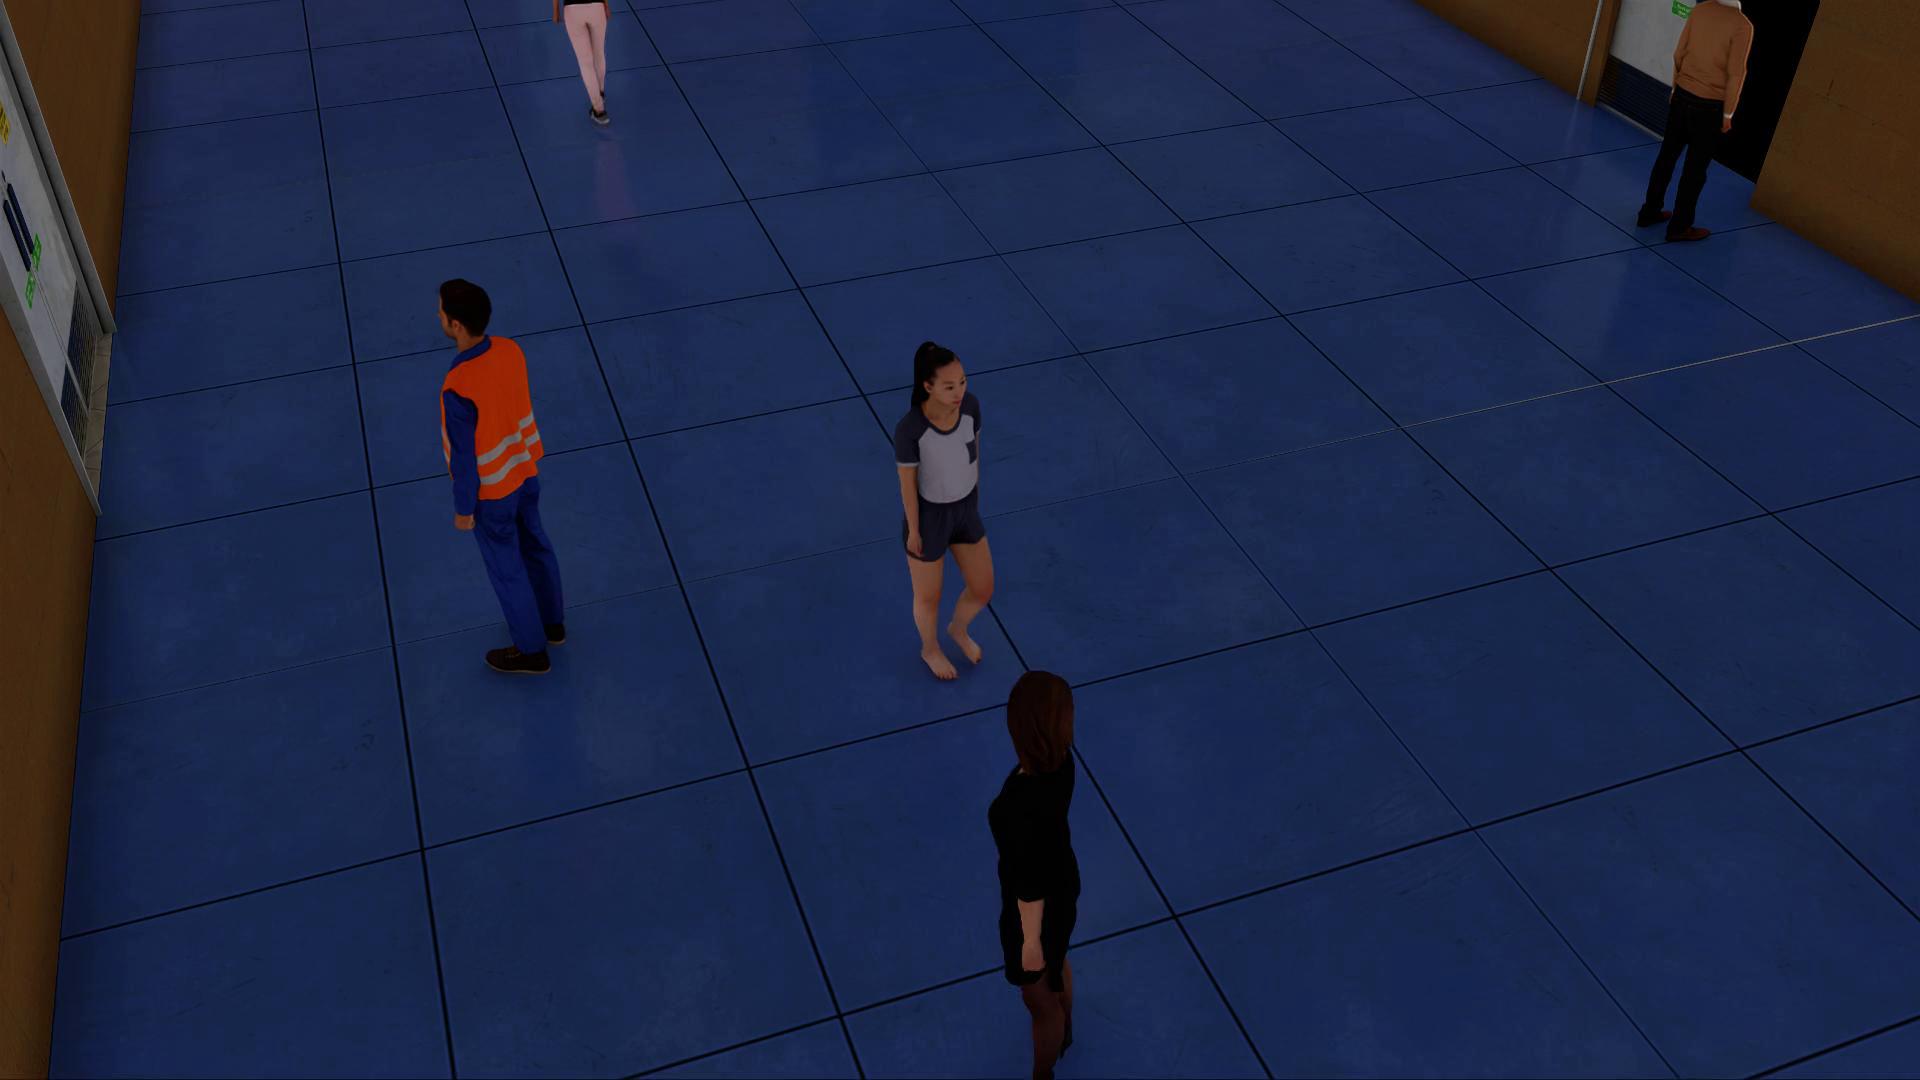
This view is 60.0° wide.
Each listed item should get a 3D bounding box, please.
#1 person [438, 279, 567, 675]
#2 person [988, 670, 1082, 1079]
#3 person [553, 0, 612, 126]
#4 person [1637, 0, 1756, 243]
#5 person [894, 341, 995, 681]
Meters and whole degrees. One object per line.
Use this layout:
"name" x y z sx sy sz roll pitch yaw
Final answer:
"person" -1.949 -0.252 7.046 0.806 1.865 0.787 9 38 11
"person" 0.272 1.200 5.255 0.736 1.676 0.746 0 37 0
"person" -2.696 -3.766 12.002 0.857 1.537 0.679 -17 40 -22
"person" 4.663 -2.756 10.476 0.589 1.752 0.671 -16 40 -20
"person" -0.129 -0.117 7.055 0.578 1.640 0.714 -22 42 -27
